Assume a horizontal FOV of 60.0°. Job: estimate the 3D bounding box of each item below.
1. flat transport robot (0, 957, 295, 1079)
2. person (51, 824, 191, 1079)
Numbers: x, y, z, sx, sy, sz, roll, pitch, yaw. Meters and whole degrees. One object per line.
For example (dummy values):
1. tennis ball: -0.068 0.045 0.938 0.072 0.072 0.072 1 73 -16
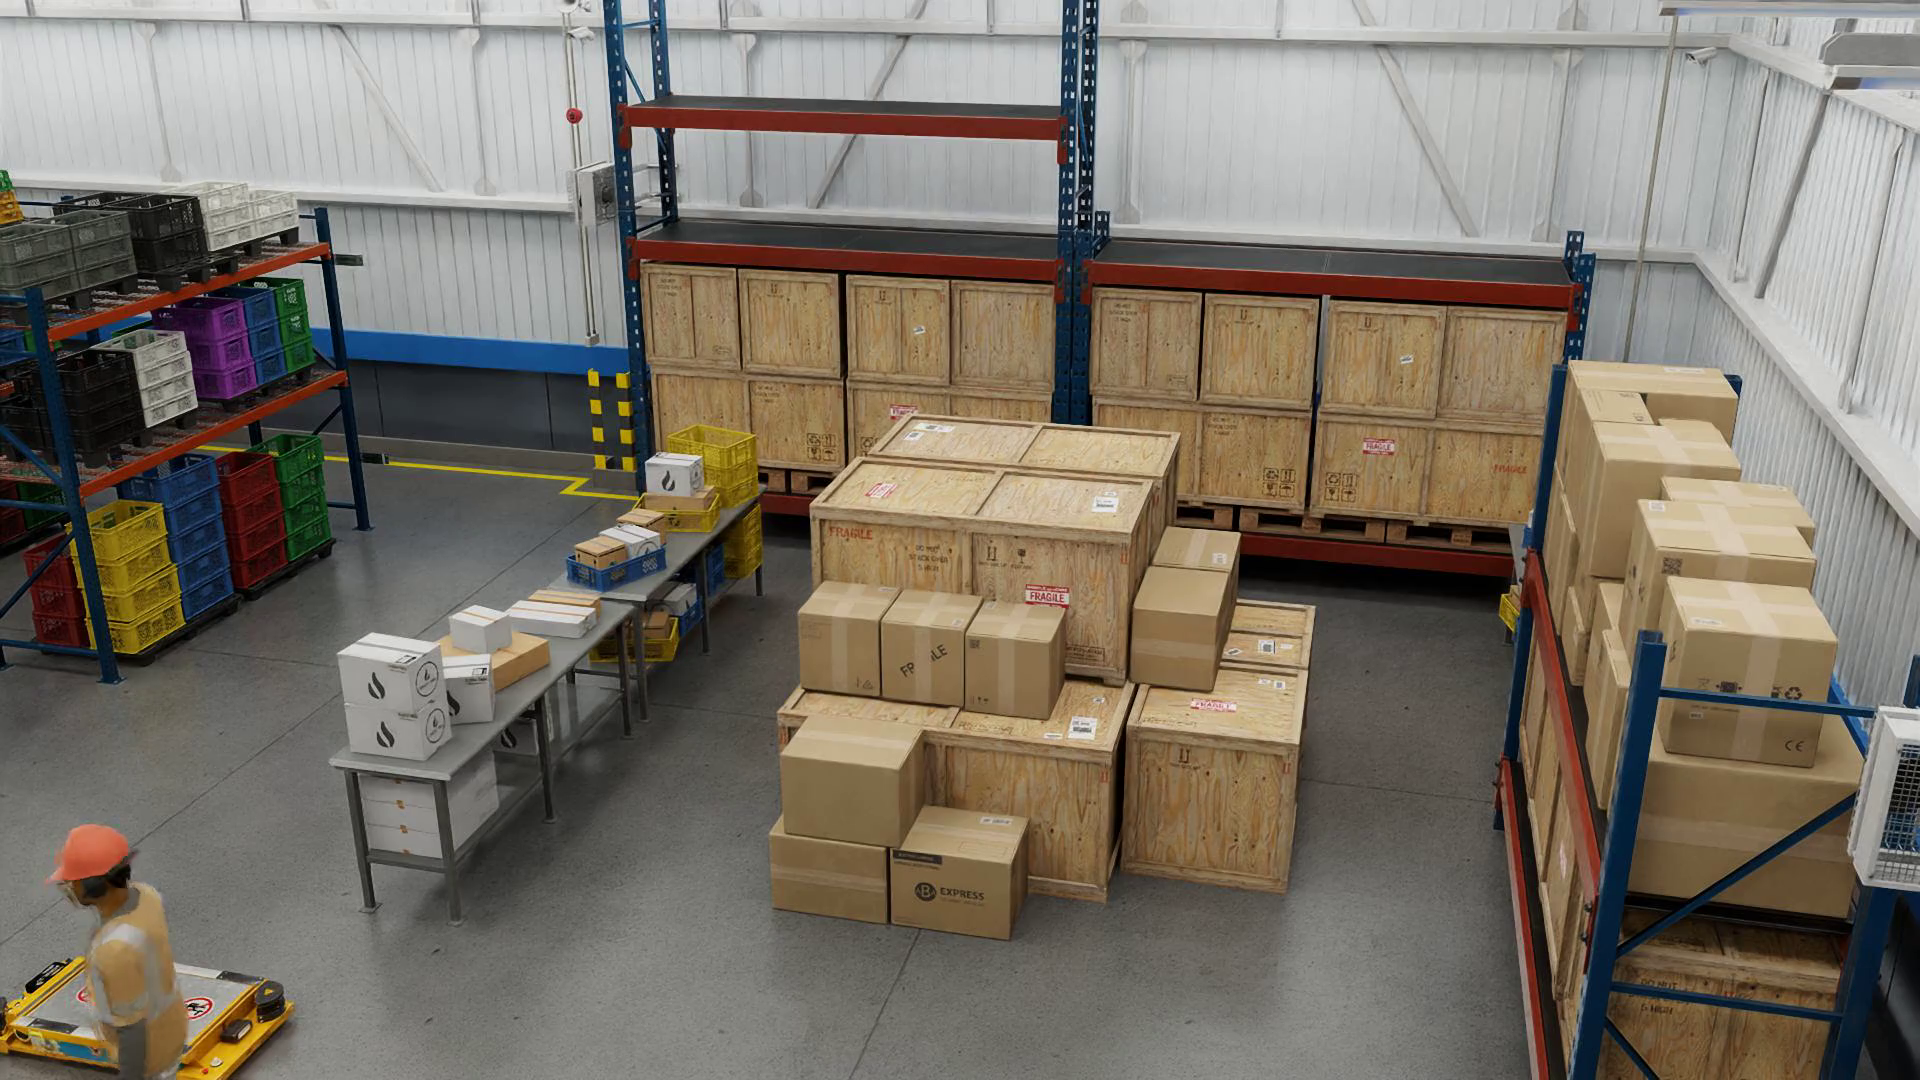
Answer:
1. flat transport robot: -4.270 2.464 8.601 1.431 0.231 0.659 5 22 13
2. person: -3.469 2.130 7.061 0.427 2.030 0.650 -7 22 -18
